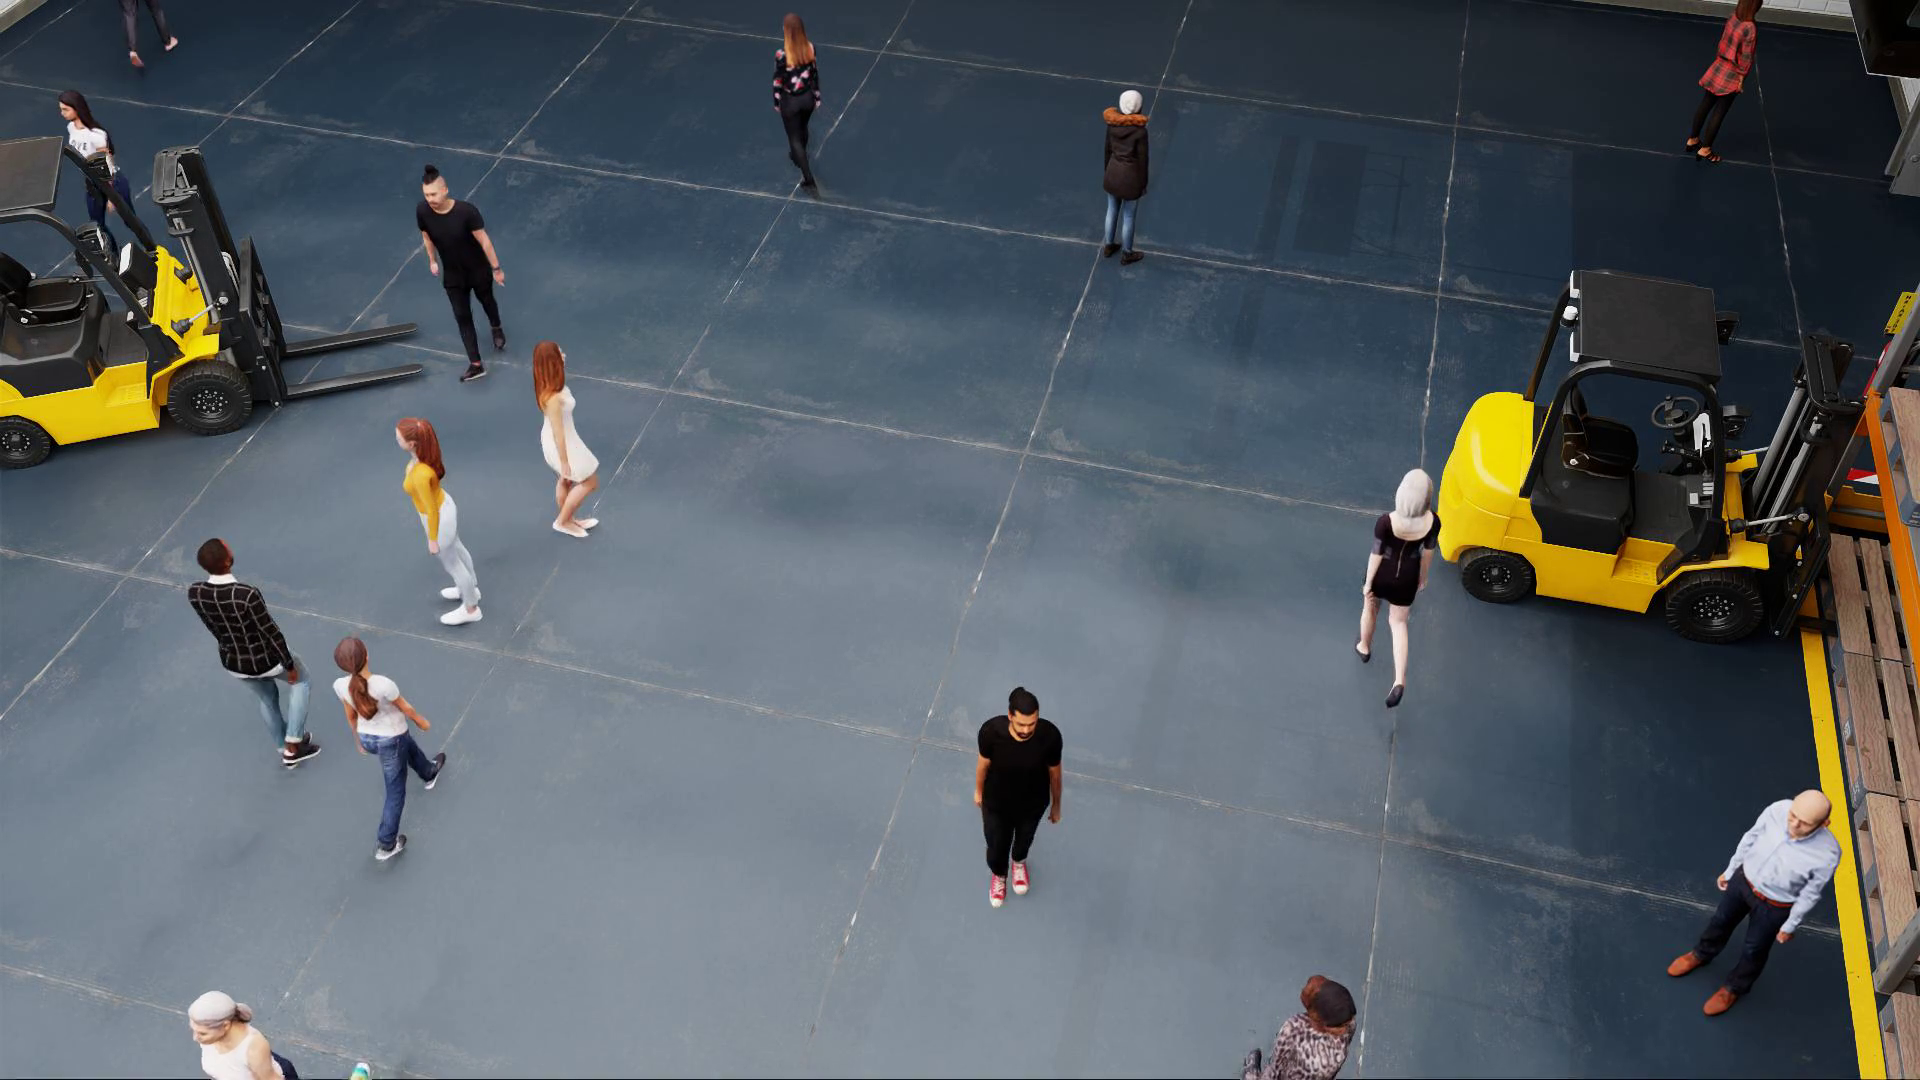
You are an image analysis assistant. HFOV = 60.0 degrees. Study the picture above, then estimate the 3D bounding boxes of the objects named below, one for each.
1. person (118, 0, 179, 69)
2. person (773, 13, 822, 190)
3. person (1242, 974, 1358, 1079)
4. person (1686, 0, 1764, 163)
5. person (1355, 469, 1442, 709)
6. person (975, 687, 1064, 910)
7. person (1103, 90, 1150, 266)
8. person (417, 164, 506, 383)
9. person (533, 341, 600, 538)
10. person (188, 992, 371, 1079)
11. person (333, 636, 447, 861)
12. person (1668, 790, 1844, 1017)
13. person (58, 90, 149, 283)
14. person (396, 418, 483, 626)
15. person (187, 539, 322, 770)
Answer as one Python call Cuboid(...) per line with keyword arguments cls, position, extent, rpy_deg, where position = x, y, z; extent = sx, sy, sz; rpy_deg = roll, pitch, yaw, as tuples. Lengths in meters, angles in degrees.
Cuboid(cls="person", position=(-8.524, -5.699, 17.035), extent=(0.790, 1.703, 1.078), rpy_deg=(0, 44, 0))
Cuboid(cls="person", position=(-1.472, -4.005, 15.292), extent=(1.003, 1.655, 1.053), rpy_deg=(-23, 48, -22))
Cuboid(cls="person", position=(1.659, 2.639, 8.294), extent=(0.840, 1.689, 1.070), rpy_deg=(-5, 44, -5))
Cuboid(cls="person", position=(7.219, -4.385, 15.656), extent=(0.753, 1.704, 0.634), rpy_deg=(-8, 44, -8))
Cuboid(cls="person", position=(2.790, 0.326, 10.636), extent=(0.791, 1.806, 1.102), rpy_deg=(-2, 44, -2))
Cuboid(cls="person", position=(0.318, 1.399, 9.556), extent=(0.729, 1.742, 0.736), rpy_deg=(-1, 44, -1))
Cuboid(cls="person", position=(1.429, -3.148, 14.409), extent=(0.722, 1.633, 0.741), rpy_deg=(33, 52, 30))
Cuboid(cls="person", position=(-3.951, -2.233, 13.312), extent=(0.966, 1.820, 1.187), rpy_deg=(0, 44, 0))
Cuboid(cls="person", position=(-2.900, -0.662, 11.749), extent=(0.782, 1.702, 0.719), rpy_deg=(-14, 45, -14))
Cuboid(cls="person", position=(-3.389, 2.661, 8.278), extent=(0.750, 1.679, 1.043), rpy_deg=(20, 47, 20))
Cuboid(cls="person", position=(-3.441, 1.236, 9.888), extent=(0.541, 1.520, 1.093), rpy_deg=(11, 45, 12))
Cuboid(cls="person", position=(4.339, 1.916, 8.982), extent=(0.790, 1.786, 0.722), rpy_deg=(-20, 47, -20))
Cuboid(cls="person", position=(-7.209, -3.060, 14.225), extent=(0.681, 1.758, 0.816), rpy_deg=(19, 47, 19))
Cuboid(cls="person", position=(-3.490, -0.137, 11.163), extent=(0.727, 1.749, 0.601), rpy_deg=(-5, 44, -6))
Cuboid(cls="person", position=(-4.350, 0.792, 10.152), extent=(0.718, 1.799, 0.735), rpy_deg=(9, 44, 9))
